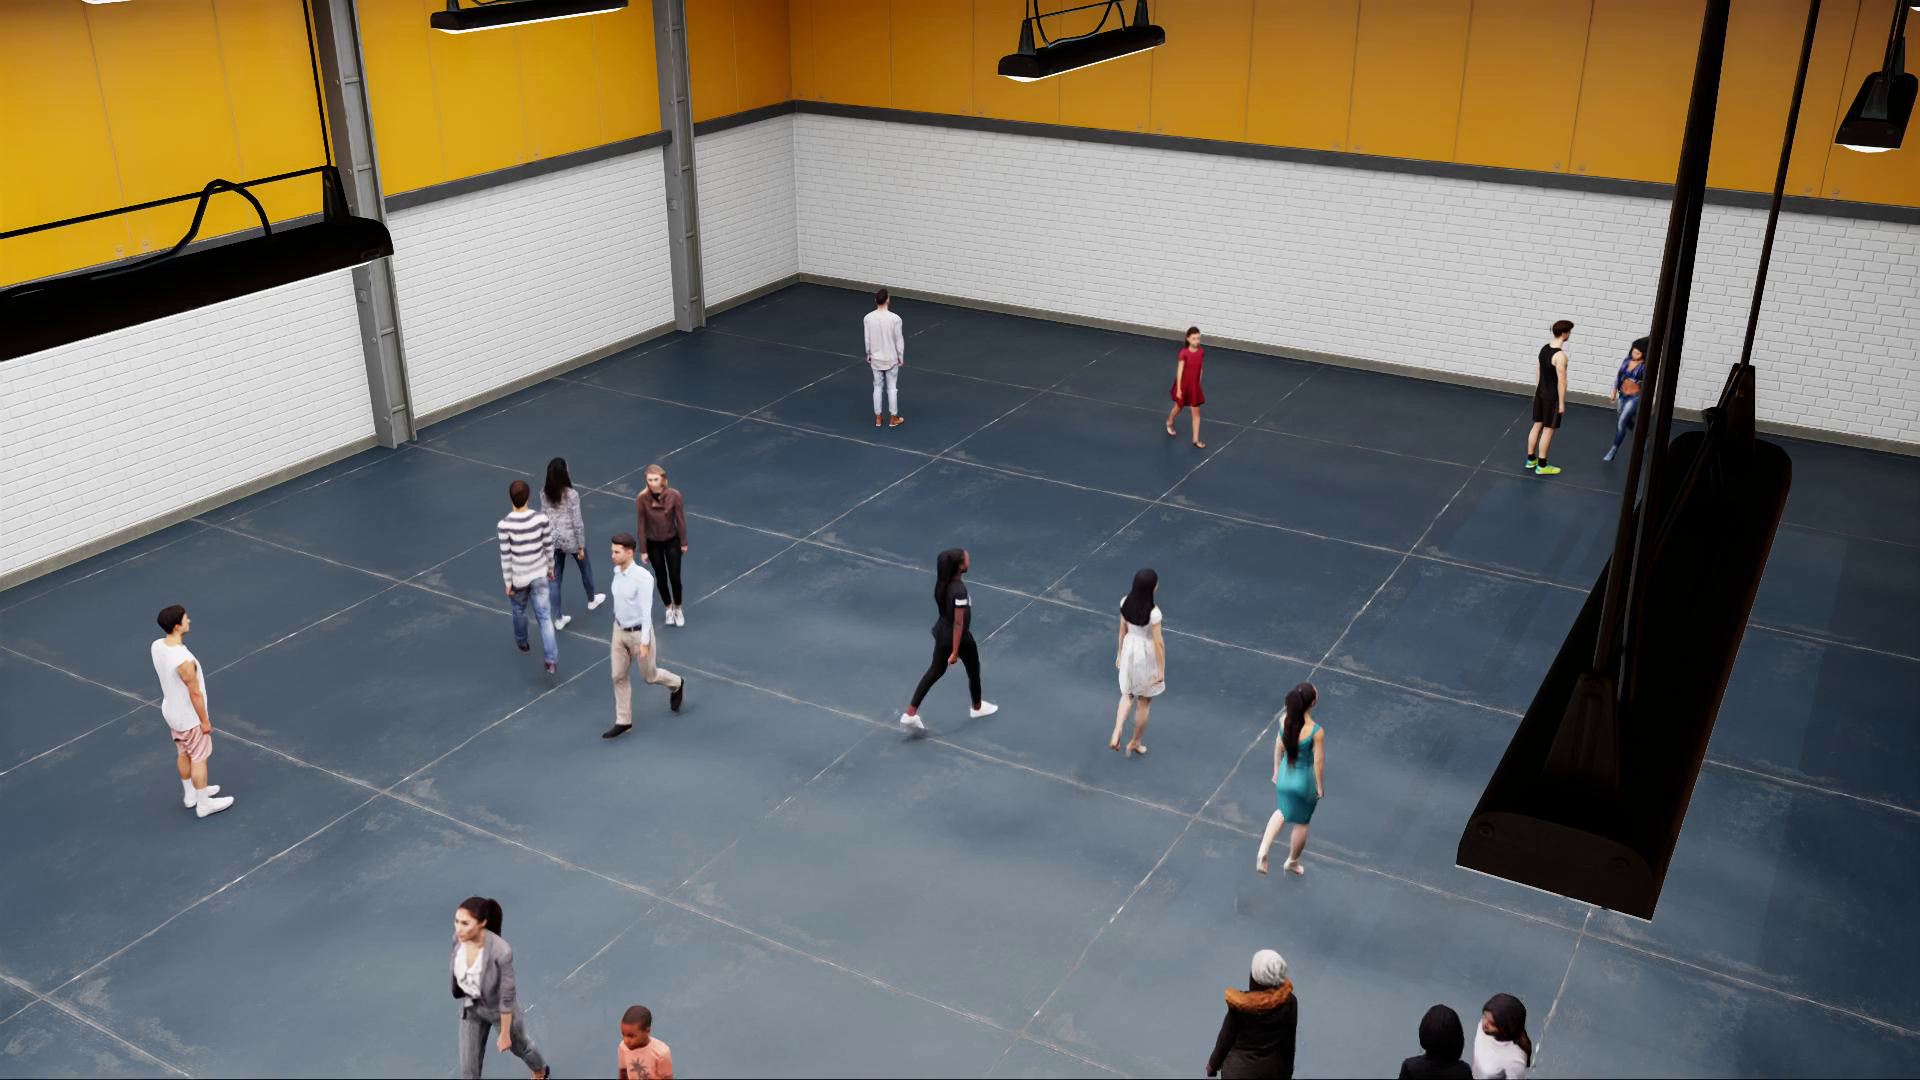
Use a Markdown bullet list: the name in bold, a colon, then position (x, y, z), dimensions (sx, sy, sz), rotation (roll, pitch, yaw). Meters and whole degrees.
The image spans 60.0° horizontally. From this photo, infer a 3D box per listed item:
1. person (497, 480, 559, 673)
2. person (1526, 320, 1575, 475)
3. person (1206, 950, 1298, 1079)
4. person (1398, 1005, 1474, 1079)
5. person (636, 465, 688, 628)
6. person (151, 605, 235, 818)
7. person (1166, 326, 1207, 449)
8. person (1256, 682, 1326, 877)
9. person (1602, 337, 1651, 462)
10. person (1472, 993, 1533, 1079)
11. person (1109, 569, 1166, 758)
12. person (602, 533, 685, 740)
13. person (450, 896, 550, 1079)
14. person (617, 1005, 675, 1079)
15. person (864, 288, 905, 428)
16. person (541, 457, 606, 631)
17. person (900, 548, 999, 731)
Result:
- **person**: position (-3.948, 0.389, 15.339), dimensions (1.227, 1.804, 1.183), rotation (-10, 25, -21)
- **person**: position (7.125, -1.738, 20.097), dimensions (0.816, 1.891, 0.753), rotation (-6, 24, -13)
- **person**: position (1.692, 3.073, 9.449), dimensions (1.043, 1.604, 1.051), rotation (-9, 25, -20)
- **person**: position (2.497, 3.305, 8.859), dimensions (1.020, 1.651, 1.237), rotation (-1, 24, -3)
- **person**: position (-2.916, 0.018, 16.333), dimensions (0.728, 1.688, 0.768), rotation (-3, 24, -7)
- **person**: position (-6.145, 1.351, 13.165), dimensions (0.648, 1.784, 0.600), rotation (17, 29, 34)
- **person**: position (2.865, -1.979, 21.112), dimensions (1.036, 1.519, 1.016), rotation (-8, 25, -18)
- **person**: position (2.433, 1.820, 12.230), dimensions (0.816, 1.672, 0.674), rotation (-21, 31, -39)
- **person**: position (8.296, -1.745, 20.474), dimensions (1.089, 1.603, 0.949), rotation (-9, 25, -20)
- **person**: position (2.988, 3.155, 9.136), dimensions (0.820, 1.705, 0.752), rotation (-3, 24, -6)
- **person**: position (1.439, 1.076, 13.823), dimensions (0.727, 1.761, 0.876), rotation (20, 31, 39)
- **person**: position (-2.763, 0.795, 14.380), dimensions (0.681, 1.829, 1.115), rotation (16, 28, 32)
- **person**: position (-2.745, 2.824, 9.994), dimensions (0.657, 1.624, 1.088), rotation (12, 26, 25)
- **person**: position (-1.748, 3.180, 9.585), dimensions (0.549, 1.299, 0.698), rotation (9, 25, 19)
- **person**: position (-0.977, -2.381, 21.629), dimensions (0.739, 1.841, 0.665), rotation (6, 24, 14)
- **person**: position (-3.904, 0.065, 16.206), dimensions (0.796, 1.705, 1.032), rotation (6, 24, 13)
- **person**: position (-0.136, 0.887, 14.341), dimensions (1.275, 1.692, 1.020), rotation (-14, 27, -28)
